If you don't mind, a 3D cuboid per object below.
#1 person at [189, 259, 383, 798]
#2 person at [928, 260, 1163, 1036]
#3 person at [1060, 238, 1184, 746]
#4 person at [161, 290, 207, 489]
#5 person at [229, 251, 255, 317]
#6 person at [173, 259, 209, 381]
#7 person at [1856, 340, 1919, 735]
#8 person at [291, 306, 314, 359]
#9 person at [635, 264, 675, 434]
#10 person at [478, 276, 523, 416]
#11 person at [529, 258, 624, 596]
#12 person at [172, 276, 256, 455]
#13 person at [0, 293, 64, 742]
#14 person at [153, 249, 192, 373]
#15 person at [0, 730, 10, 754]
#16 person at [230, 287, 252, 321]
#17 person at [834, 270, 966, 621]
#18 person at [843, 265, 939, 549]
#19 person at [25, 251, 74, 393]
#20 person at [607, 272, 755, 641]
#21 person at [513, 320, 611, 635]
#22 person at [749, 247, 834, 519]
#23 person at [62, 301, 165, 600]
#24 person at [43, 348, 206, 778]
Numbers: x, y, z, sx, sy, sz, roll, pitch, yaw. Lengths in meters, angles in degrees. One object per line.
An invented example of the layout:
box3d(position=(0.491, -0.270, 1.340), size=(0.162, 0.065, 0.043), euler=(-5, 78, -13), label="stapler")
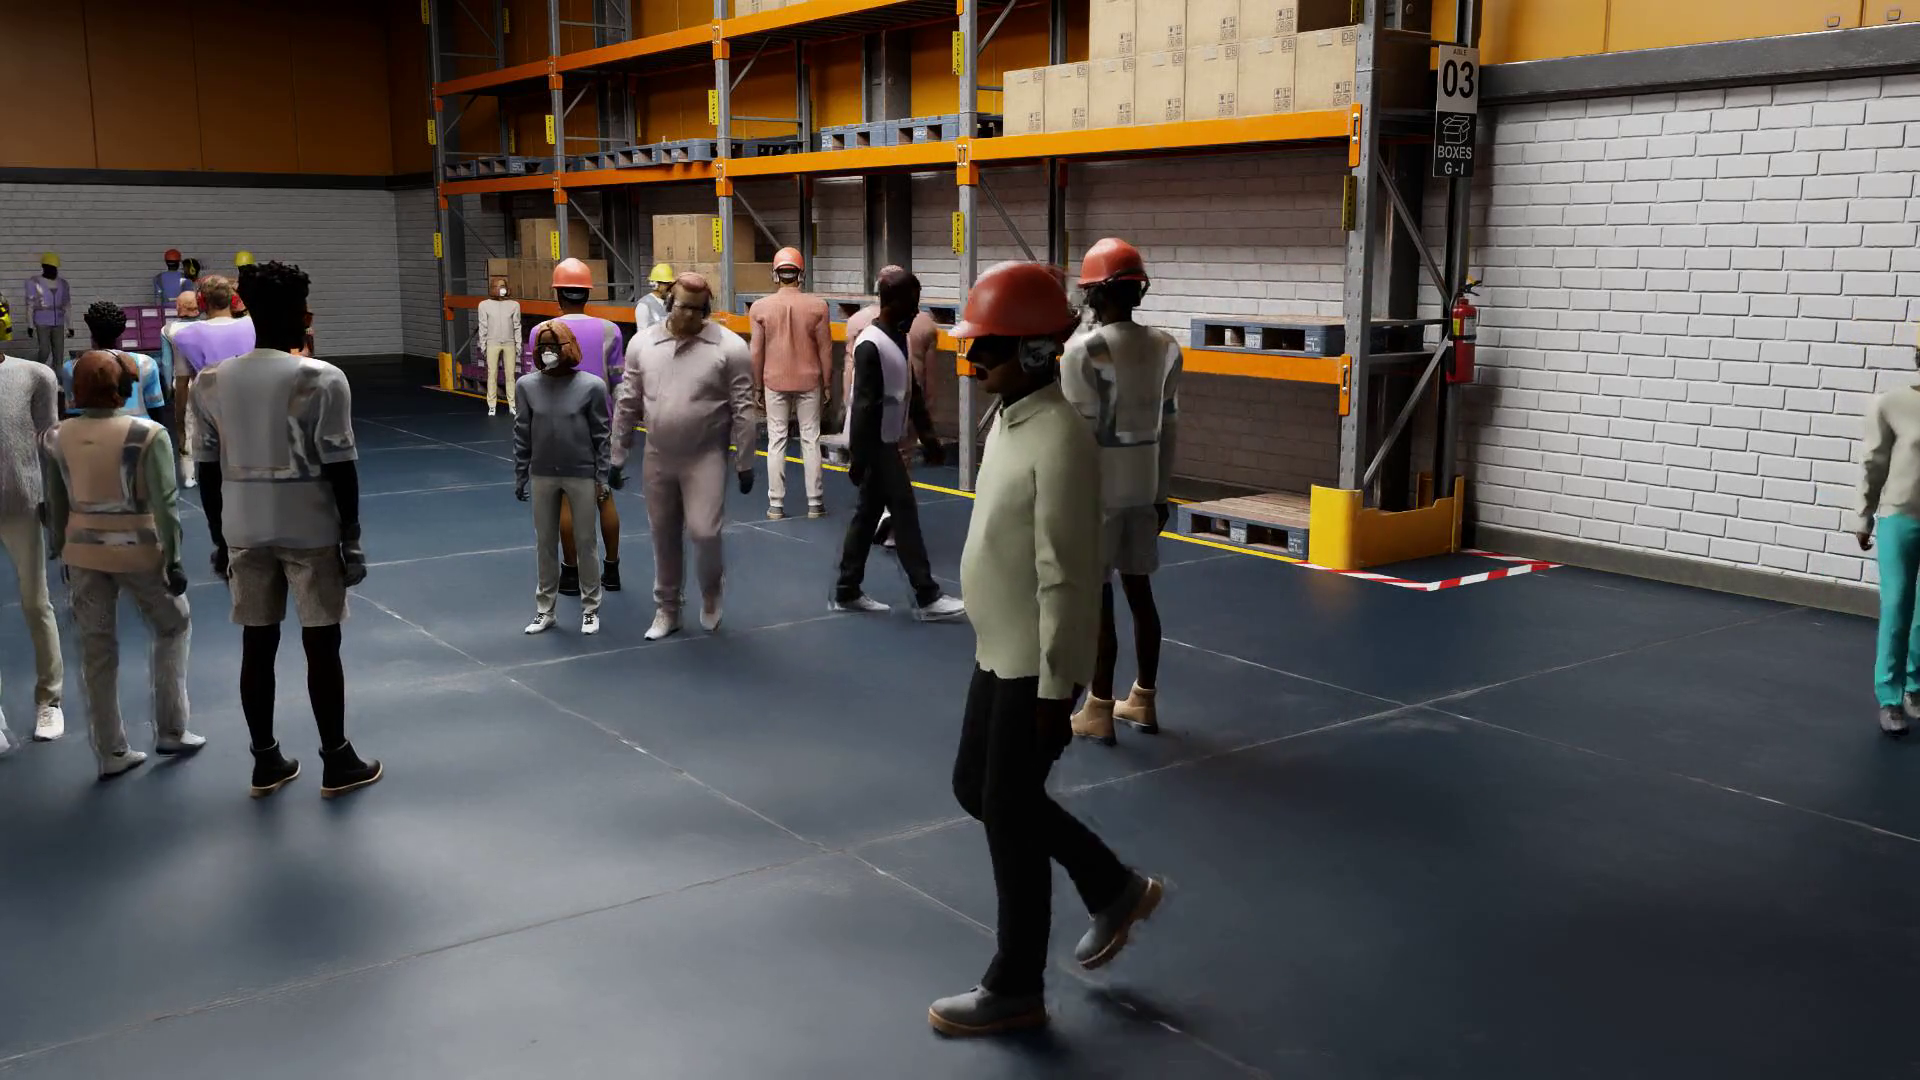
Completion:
box3d(position=(-2.457, -0.028, 6.063), size=(0.607, 1.963, 0.374), euler=(1, 10, 8), label="person")
box3d(position=(0.222, 0.287, 4.232), size=(0.556, 1.980, 0.621), euler=(-2, 10, -10), label="person")
box3d(position=(0.610, -0.192, 6.759), size=(0.614, 2.041, 0.376), euler=(-8, 13, -38), label="person")
box3d(position=(-6.296, -1.237, 13.741), size=(0.520, 1.639, 0.312), euler=(-1, 10, -7), label="person")
box3d(position=(-8.847, -2.632, 20.751), size=(0.595, 1.923, 0.373), euler=(0, 10, -1), label="person")
box3d(position=(-10.670, -3.022, 23.301), size=(1.030, 1.803, 0.524), euler=(-5, 11, -26), label="person")
box3d(position=(4.011, -0.055, 6.846), size=(0.531, 1.739, 0.825), euler=(3, 11, 16), label="person")
box3d(position=(-6.931, -1.892, 17.249), size=(0.544, 1.681, 0.387), euler=(2, 10, 9), label="person")
box3d(position=(-2.928, -1.802, 16.404), size=(0.403, 1.823, 0.583), euler=(6, 12, 32), label="person")
box3d(position=(-5.408, -2.282, 19.606), size=(0.500, 1.636, 0.280), euler=(-5, 11, -25), label="person")
box3d(position=(-2.209, -0.649, 9.614), size=(0.551, 1.934, 0.373), euler=(-6, 12, -29), label="person")
box3d(position=(-4.528, -0.708, 10.278), size=(0.593, 1.822, 0.696), euler=(-6, 12, -31), label="person")
box3d(position=(-3.886, -0.096, 6.730), size=(0.518, 1.865, 0.329), euler=(-2, 10, -11), label="person")
box3d(position=(-11.549, -3.310, 24.519), size=(0.547, 1.938, 0.377), euler=(-2, 10, -12), label="person")
box3d(position=(-3.779, 0.038, 6.104), size=(0.553, 1.830, 0.554), euler=(8, 13, 38), label="person")
box3d(position=(-6.533, -1.484, 15.141), size=(0.503, 1.632, 0.274), euler=(8, 13, 38), label="person")
box3d(position=(-0.297, -0.500, 8.974), size=(0.904, 1.872, 0.591), euler=(2, 10, 10), label="person")
box3d(position=(-0.446, -0.861, 10.959), size=(0.662, 1.879, 0.489), euler=(-4, 11, -22), label="person")
box3d(position=(-12.316, -2.942, 22.522), size=(0.456, 1.913, 0.608), euler=(6, 12, 29), label="person")
box3d(position=(-1.414, -0.409, 8.431), size=(0.749, 1.877, 0.427), euler=(2, 10, 13), label="person")
box3d(position=(-2.053, -0.316, 8.601), size=(0.507, 1.632, 0.268), euler=(1, 10, 3), label="person")
box3d(position=(-1.233, -1.145, 12.239), size=(0.609, 1.993, 0.382), euler=(-1, 10, -3), label="person")
box3d(position=(-4.798, -0.504, 9.476), size=(0.532, 1.696, 0.319), euler=(-9, 14, -43), label="person")
box3d(position=(-3.195, 0.075, 6.412), size=(0.540, 1.619, 0.560), euler=(1, 10, 3), label="person")
